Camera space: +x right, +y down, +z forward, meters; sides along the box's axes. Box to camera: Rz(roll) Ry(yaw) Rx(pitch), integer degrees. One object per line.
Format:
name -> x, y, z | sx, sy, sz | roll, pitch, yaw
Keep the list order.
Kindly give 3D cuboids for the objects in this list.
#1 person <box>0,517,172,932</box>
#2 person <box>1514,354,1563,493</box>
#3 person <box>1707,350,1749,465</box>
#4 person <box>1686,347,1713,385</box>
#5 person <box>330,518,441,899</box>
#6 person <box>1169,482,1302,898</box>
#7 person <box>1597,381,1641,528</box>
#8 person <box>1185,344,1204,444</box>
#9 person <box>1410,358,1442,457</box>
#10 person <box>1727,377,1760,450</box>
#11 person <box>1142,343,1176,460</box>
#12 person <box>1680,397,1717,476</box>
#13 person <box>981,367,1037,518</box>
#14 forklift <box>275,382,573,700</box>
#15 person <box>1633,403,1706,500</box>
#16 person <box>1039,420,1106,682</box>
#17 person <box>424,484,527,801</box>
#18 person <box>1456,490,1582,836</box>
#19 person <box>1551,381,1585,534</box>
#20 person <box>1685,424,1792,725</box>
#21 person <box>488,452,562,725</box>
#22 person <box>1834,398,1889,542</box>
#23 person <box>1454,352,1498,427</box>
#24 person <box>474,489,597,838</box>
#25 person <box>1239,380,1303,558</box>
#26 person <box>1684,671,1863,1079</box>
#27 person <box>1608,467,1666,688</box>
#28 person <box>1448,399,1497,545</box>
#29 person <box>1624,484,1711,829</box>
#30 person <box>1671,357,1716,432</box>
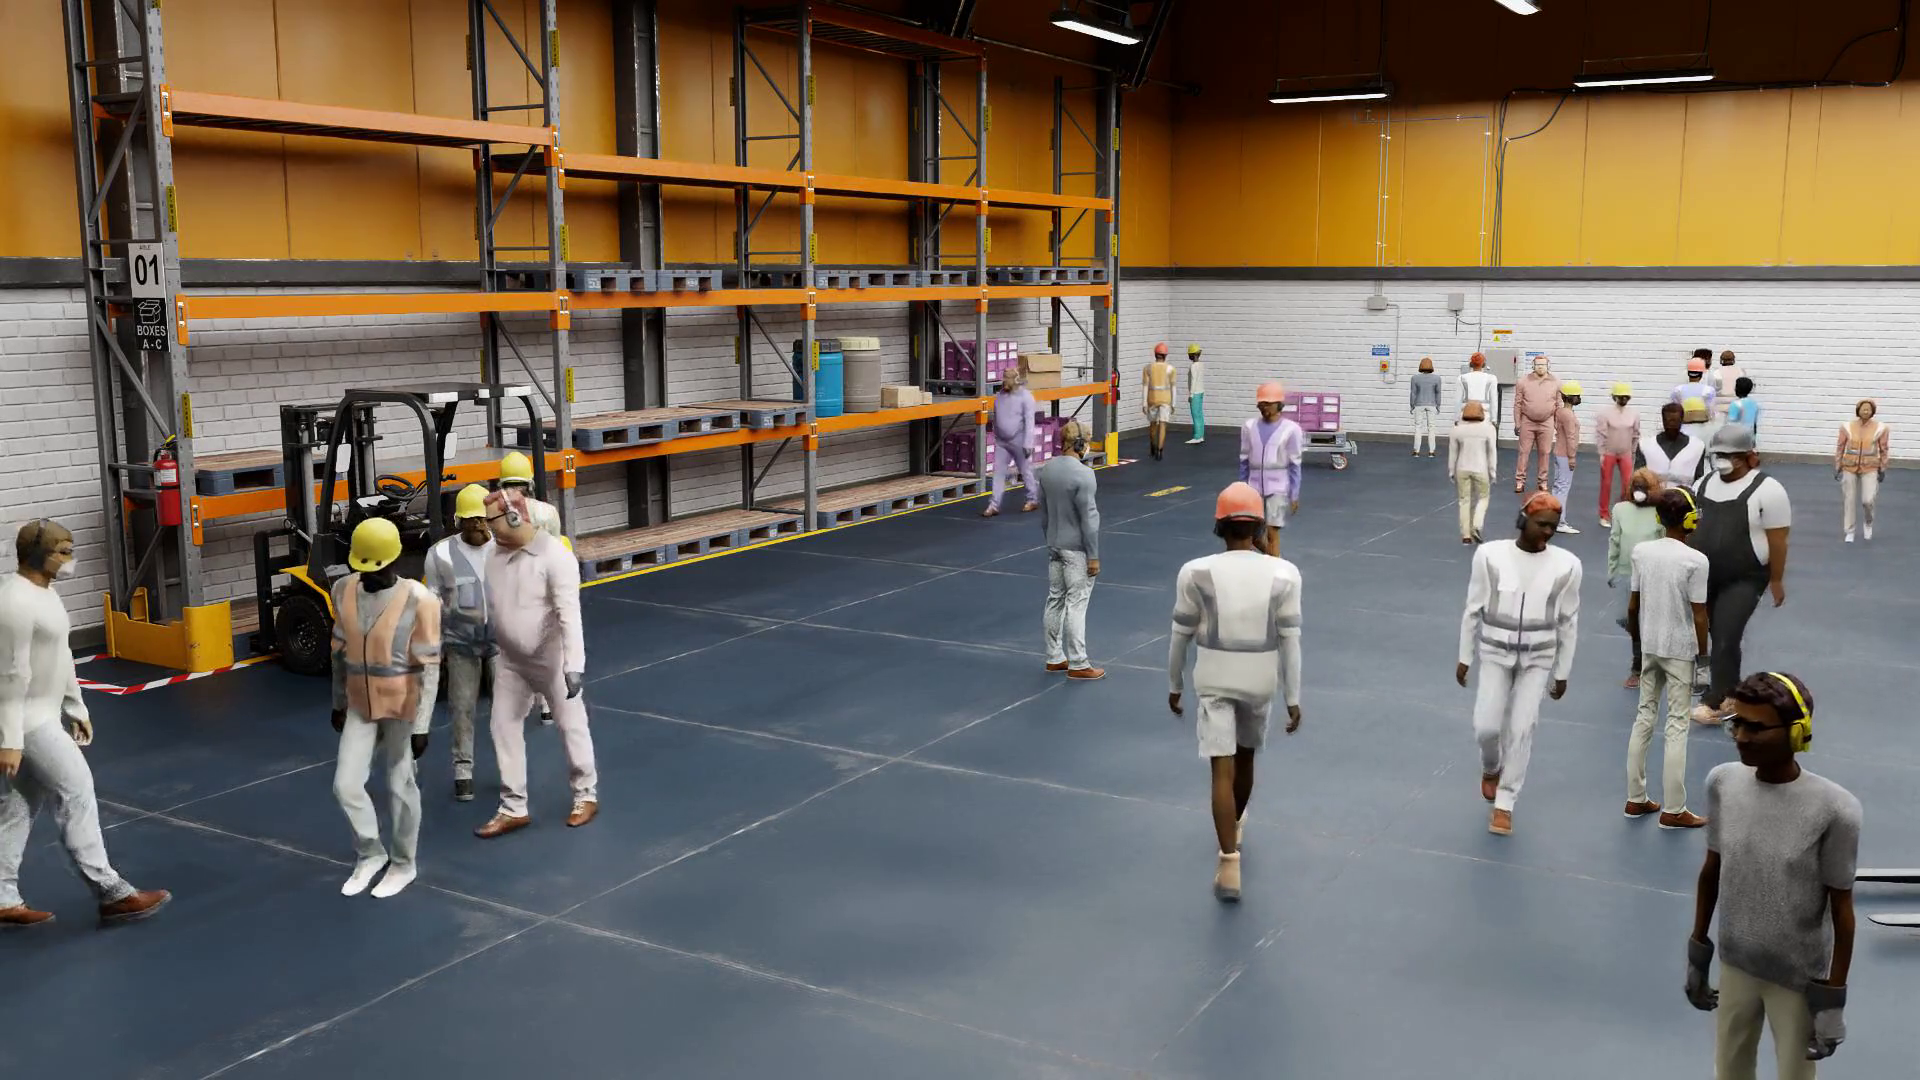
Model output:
person -> -4.100, 0.846, 7.640 | 0.933, 1.896, 0.640 | -3, 10, -20
person -> 7.920, -1.588, 22.801 | 0.641, 1.910, 0.401 | 2, 9, 14
person -> 11.732, -1.986, 25.512 | 0.621, 1.838, 0.429 | 1, 9, 5
person -> 10.660, -1.837, 24.238 | 0.704, 1.947, 0.622 | 3, 10, 18
person -> -2.761, 0.807, 7.925 | 0.676, 1.879, 0.507 | 3, 9, 16
person -> 1.361, 0.703, 8.286 | 0.625, 1.984, 1.091 | 0, 9, 0
person -> 7.755, -0.995, 19.605 | 0.530, 1.752, 0.524 | 0, 9, 3
person -> 4.153, -2.585, 29.474 | 0.328, 1.765, 0.532 | 4, 10, 25
person -> 7.639, -2.173, 27.307 | 0.499, 1.632, 0.287 | 2, 9, 11
person -> 10.314, -1.322, 21.926 | 0.536, 1.655, 0.852 | -6, 11, -33
person -> 3.242, -2.254, 27.070 | 0.546, 1.880, 1.028 | 2, 9, 10
person -> 7.660, -0.645, 17.497 | 0.500, 1.705, 0.720 | -4, 10, -23
person -> 0.655, -1.230, 20.745 | 0.659, 1.860, 0.980 | 7, 11, 36
forklift -> -3.974, -0.067, 12.417 | 2.313, 2.155, 1.214 | 5, 11, 30
person -> 6.330, -0.303, 14.926 | 0.607, 1.857, 1.030 | 4, 10, 23
person -> 0.828, 0.077, 12.323 | 0.372, 1.939, 0.631 | -6, 11, -31
person -> -2.743, 0.583, 9.519 | 0.591, 1.826, 0.403 | -4, 10, -24
person -> 3.012, 0.643, 9.010 | 0.618, 1.865, 0.520 | 3, 10, 17
person -> 7.067, -0.964, 19.351 | 0.309, 1.769, 0.525 | 1, 9, 7
person -> 5.056, 0.212, 11.154 | 0.907, 2.000, 0.710 | -5, 10, -28
person -> -2.907, 0.329, 11.057 | 0.590, 1.837, 0.403 | 0, 9, -2
person -> 10.046, -0.772, 18.569 | 0.514, 1.629, 0.363 | 6, 11, 33
person -> 7.407, -1.752, 23.896 | 0.585, 1.882, 0.337 | 2, 9, 15
person -> -2.286, 0.663, 8.906 | 0.763, 1.862, 0.799 | 4, 10, 26
person -> 2.898, -0.478, 15.489 | 0.626, 2.029, 0.575 | 6, 11, 34
person -> 2.408, 1.297, 4.965 | 0.356, 1.862, 0.515 | -5, 10, -28
person -> 5.031, 0.255, 12.188 | 0.542, 1.615, 0.521 | -8, 12, -40
person -> 5.684, -0.750, 18.438 | 0.535, 1.617, 0.356 | 4, 10, 25
person -> 3.872, 0.631, 9.054 | 0.328, 1.877, 0.509 | -5, 10, -28
person -> 9.398, -1.373, 21.361 | 0.542, 1.939, 0.362 | 6, 11, 31
